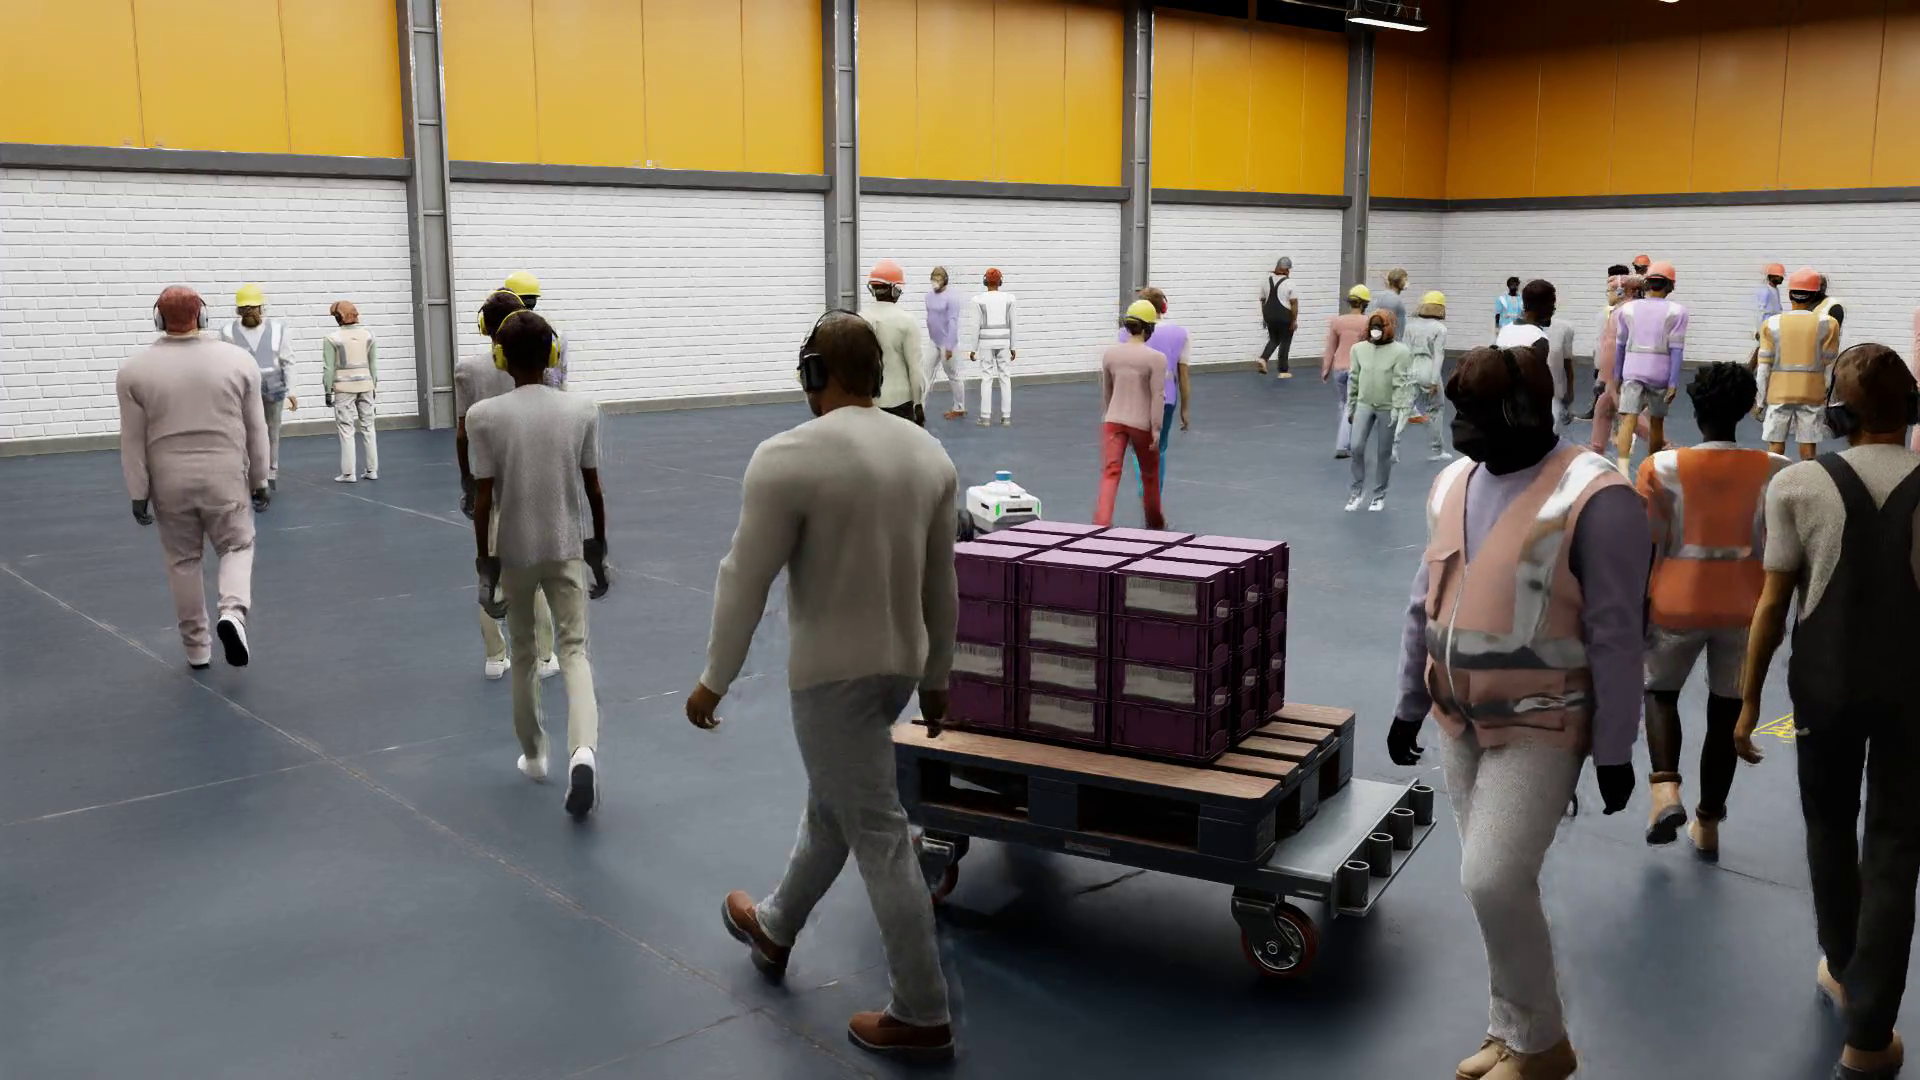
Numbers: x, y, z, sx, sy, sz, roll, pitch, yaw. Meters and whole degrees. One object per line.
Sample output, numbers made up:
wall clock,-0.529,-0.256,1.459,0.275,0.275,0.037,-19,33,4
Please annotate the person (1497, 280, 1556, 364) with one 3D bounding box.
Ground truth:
person,3.875,-0.841,11.404,1.030,1.859,0.602,-2,10,-11

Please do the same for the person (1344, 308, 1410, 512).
person,3.257,-1.006,13.063,0.494,1.609,0.563,5,11,28

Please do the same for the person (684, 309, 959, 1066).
person,-0.355,0.349,4.360,1.029,1.870,0.655,8,12,38

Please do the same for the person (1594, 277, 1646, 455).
person,6.938,-1.822,17.305,0.626,1.816,0.899,4,11,23

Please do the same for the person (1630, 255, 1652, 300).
person,11.754,-3.912,28.833,0.388,2.045,0.605,-1,10,-8

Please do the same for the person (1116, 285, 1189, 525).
person,1.461,-1.021,12.623,0.565,1.811,0.841,-1,10,-6

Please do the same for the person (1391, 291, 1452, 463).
person,4.513,-1.597,16.303,0.897,1.693,0.499,-8,12,-38

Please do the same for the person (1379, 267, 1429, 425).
person,5.176,-2.330,20.024,1.008,1.894,0.648,2,10,13

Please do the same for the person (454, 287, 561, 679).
person,-2.137,-0.262,7.958,0.531,1.876,0.322,1,10,4

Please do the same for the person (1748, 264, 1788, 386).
person,12.454,-3.247,25.362,0.941,1.891,0.570,8,13,39

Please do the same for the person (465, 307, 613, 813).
person,-1.534,0.066,6.151,0.523,1.847,0.855,-4,10,-21

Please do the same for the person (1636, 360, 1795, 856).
person,2.499,0.247,5.541,0.531,1.680,0.407,3,10,19

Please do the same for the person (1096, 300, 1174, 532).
person,1.201,-0.802,11.569,0.533,1.720,0.904,6,11,31

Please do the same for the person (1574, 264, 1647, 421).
person,8.087,-2.415,20.390,0.936,1.937,0.600,1,10,5

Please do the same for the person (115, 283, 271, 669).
person,-3.673,-0.283,8.015,0.659,1.892,0.619,-4,10,-22

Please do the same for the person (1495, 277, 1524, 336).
person,9.195,-3.533,27.677,0.549,1.677,0.581,1,10,4

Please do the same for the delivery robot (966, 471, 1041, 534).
delivery robot,0.293,-0.225,11.326,0.477,0.478,0.707,-3,10,-16

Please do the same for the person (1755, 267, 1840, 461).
person,6.260,-1.065,12.470,0.542,1.939,0.368,5,11,28

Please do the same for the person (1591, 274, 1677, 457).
person,6.204,-1.524,15.395,0.936,1.865,0.646,6,11,29

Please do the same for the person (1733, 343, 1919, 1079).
person,2.336,0.410,4.238,0.631,1.793,0.787,5,11,26

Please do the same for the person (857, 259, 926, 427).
person,-0.516,-1.003,11.940,0.608,1.997,0.375,5,11,27

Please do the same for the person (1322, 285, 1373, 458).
person,4.012,-1.713,16.875,0.535,1.720,0.875,8,13,39

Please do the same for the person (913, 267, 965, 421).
person,-0.286,-2.377,20.309,1.026,1.883,0.649,-8,13,-39

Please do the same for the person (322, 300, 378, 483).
person,-5.448,-1.323,14.883,0.332,1.631,0.516,8,13,41

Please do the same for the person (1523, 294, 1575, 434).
person,4.442,-1.058,12.781,0.520,1.815,0.933,5,11,25

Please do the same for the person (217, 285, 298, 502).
person,-5.859,-1.231,13.905,0.595,1.786,0.926,-4,11,-24

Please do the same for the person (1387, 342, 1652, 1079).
person,1.281,0.447,3.978,0.511,1.818,0.644,-4,11,-24

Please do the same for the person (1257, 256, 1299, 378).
person,5.343,-3.707,27.642,0.597,2.000,0.688,-9,13,-41

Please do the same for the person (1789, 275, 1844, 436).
person,9.479,-2.052,18.613,0.769,1.810,0.654,-4,11,-24

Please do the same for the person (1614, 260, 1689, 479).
person,5.960,-1.428,14.462,0.621,2.004,1.039,7,12,35

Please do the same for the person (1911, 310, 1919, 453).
person,8.711,-1.415,14.646,0.678,1.900,0.399,-2,10,-11

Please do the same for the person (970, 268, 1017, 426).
person,0.401,-2.305,19.898,0.573,1.883,0.355,-2,10,-14

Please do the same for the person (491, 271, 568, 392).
person,-2.799,-0.773,10.796,0.381,1.924,0.593,6,12,33
